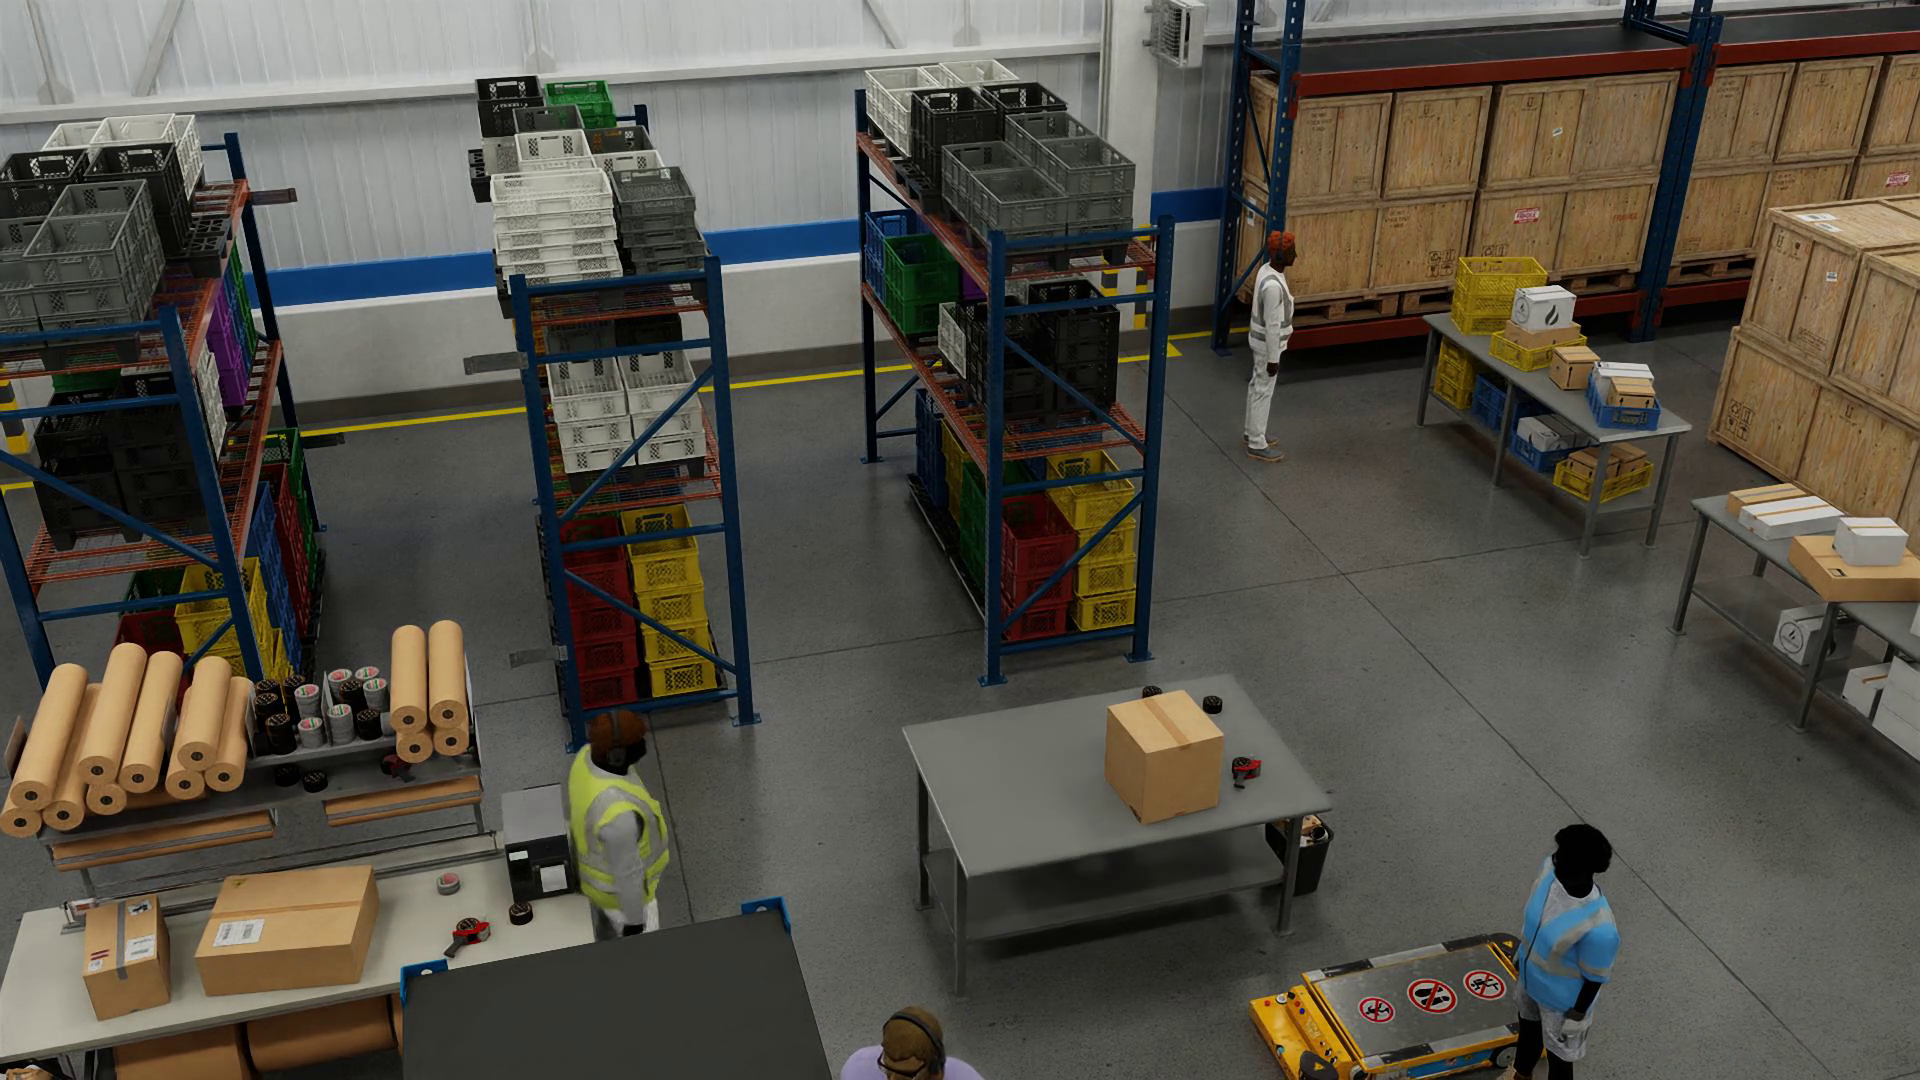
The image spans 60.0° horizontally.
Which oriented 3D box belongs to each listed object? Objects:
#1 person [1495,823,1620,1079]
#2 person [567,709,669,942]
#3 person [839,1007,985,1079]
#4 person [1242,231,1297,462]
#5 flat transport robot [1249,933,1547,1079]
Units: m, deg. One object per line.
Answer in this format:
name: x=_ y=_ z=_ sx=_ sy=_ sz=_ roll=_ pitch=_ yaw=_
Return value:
person: x=2.559 y=1.914 z=7.179 sx=0.318 sy=1.697 sz=0.533 roll=-6 pitch=29 yaw=-12
person: x=-1.552 y=1.559 z=7.689 sx=0.431 sy=1.834 sz=0.629 roll=-13 pitch=31 yaw=-23
person: x=-0.138 y=2.409 z=6.054 sx=0.645 sy=1.927 sz=0.386 roll=10 pitch=30 yaw=18
person: x=2.482 y=-1.555 z=13.300 sx=0.350 sy=1.882 sz=0.583 roll=2 pitch=29 yaw=4
flat transport robot: x=2.184 y=2.282 z=7.980 sx=1.431 sy=0.197 sz=0.652 roll=-8 pitch=30 yaw=-14
